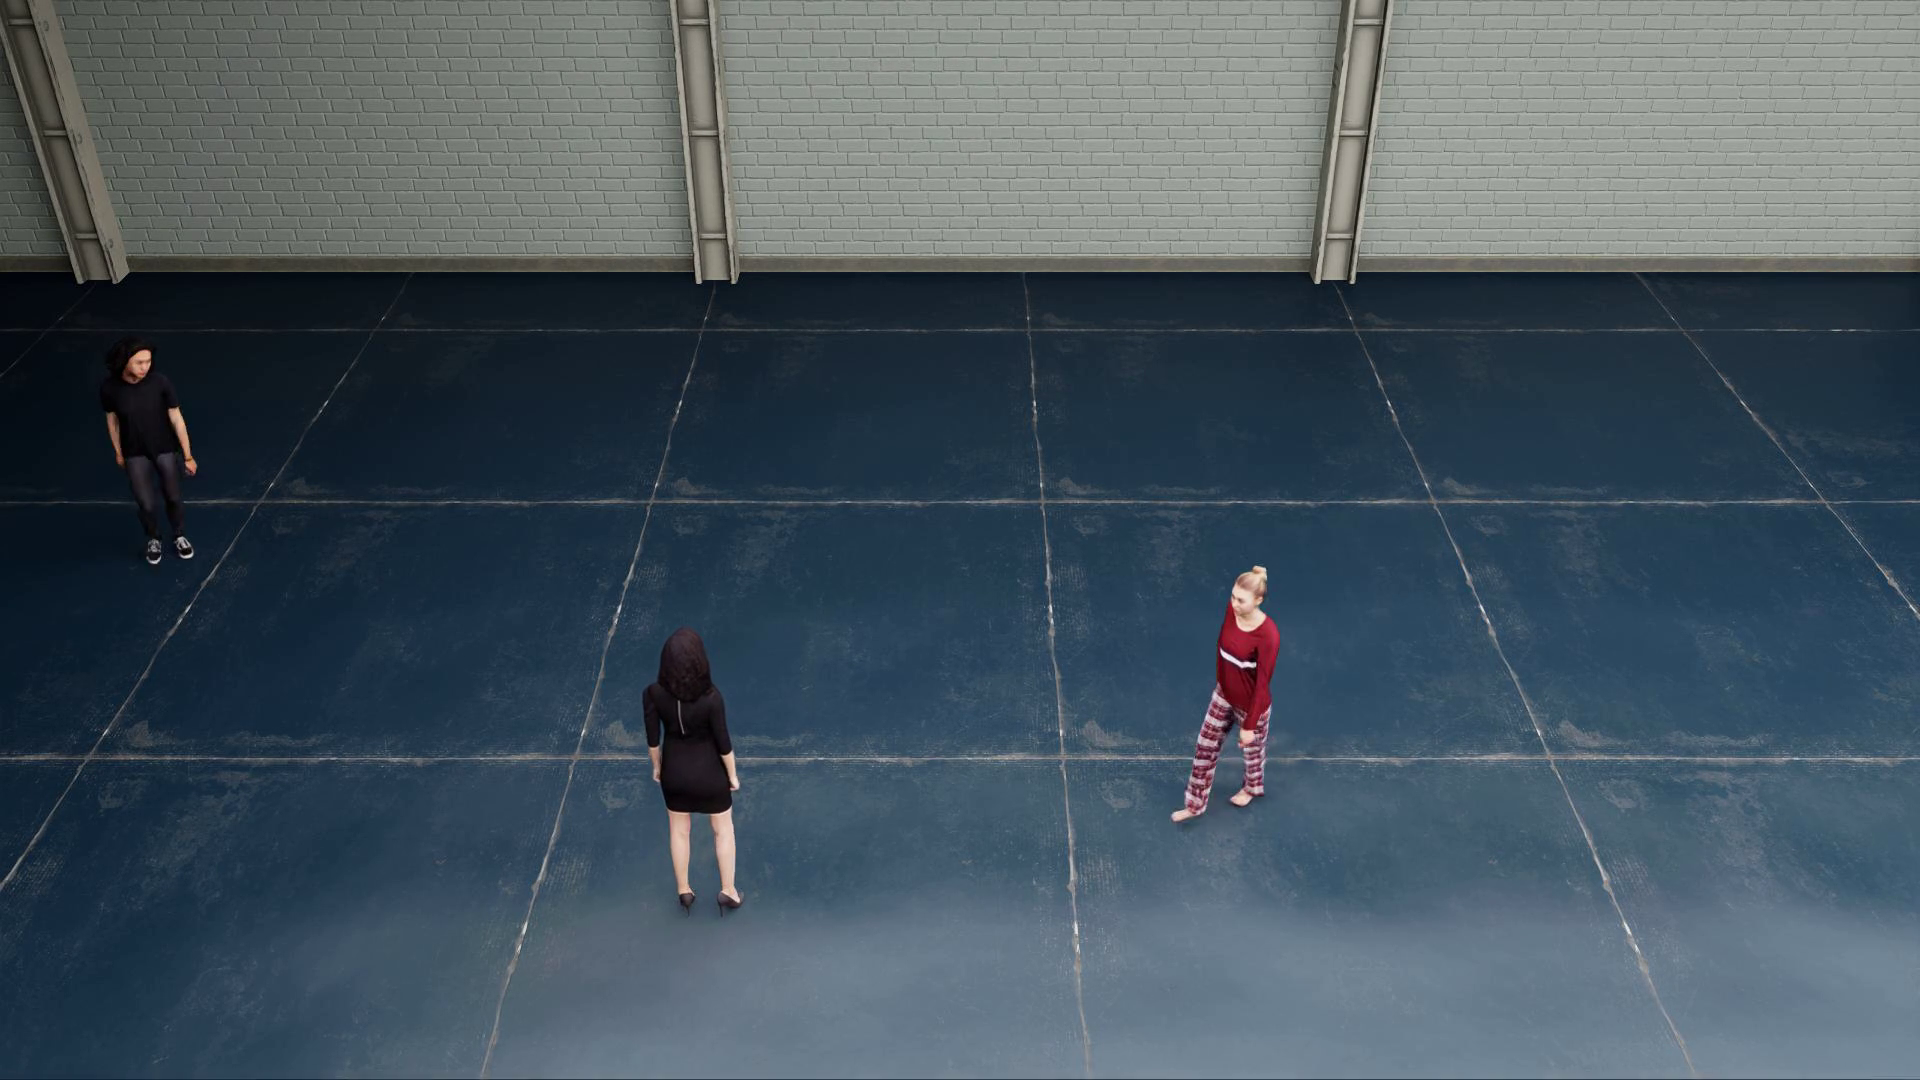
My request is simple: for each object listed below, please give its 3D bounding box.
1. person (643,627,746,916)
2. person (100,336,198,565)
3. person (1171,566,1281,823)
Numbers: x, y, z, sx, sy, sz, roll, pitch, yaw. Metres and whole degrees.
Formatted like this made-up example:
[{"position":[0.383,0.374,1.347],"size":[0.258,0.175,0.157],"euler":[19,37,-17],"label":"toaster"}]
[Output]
[{"position":[-1.397,1.255,8.705],"size":[0.494,1.803,0.702],"euler":[4,33,5],"label":"person"},{"position":[-5.688,-0.653,11.645],"size":[0.744,1.796,0.847],"euler":[-6,33,-9],"label":"person"},{"position":[1.657,0.865,9.419],"size":[1.012,1.678,0.924],"euler":[-24,40,-32],"label":"person"}]
